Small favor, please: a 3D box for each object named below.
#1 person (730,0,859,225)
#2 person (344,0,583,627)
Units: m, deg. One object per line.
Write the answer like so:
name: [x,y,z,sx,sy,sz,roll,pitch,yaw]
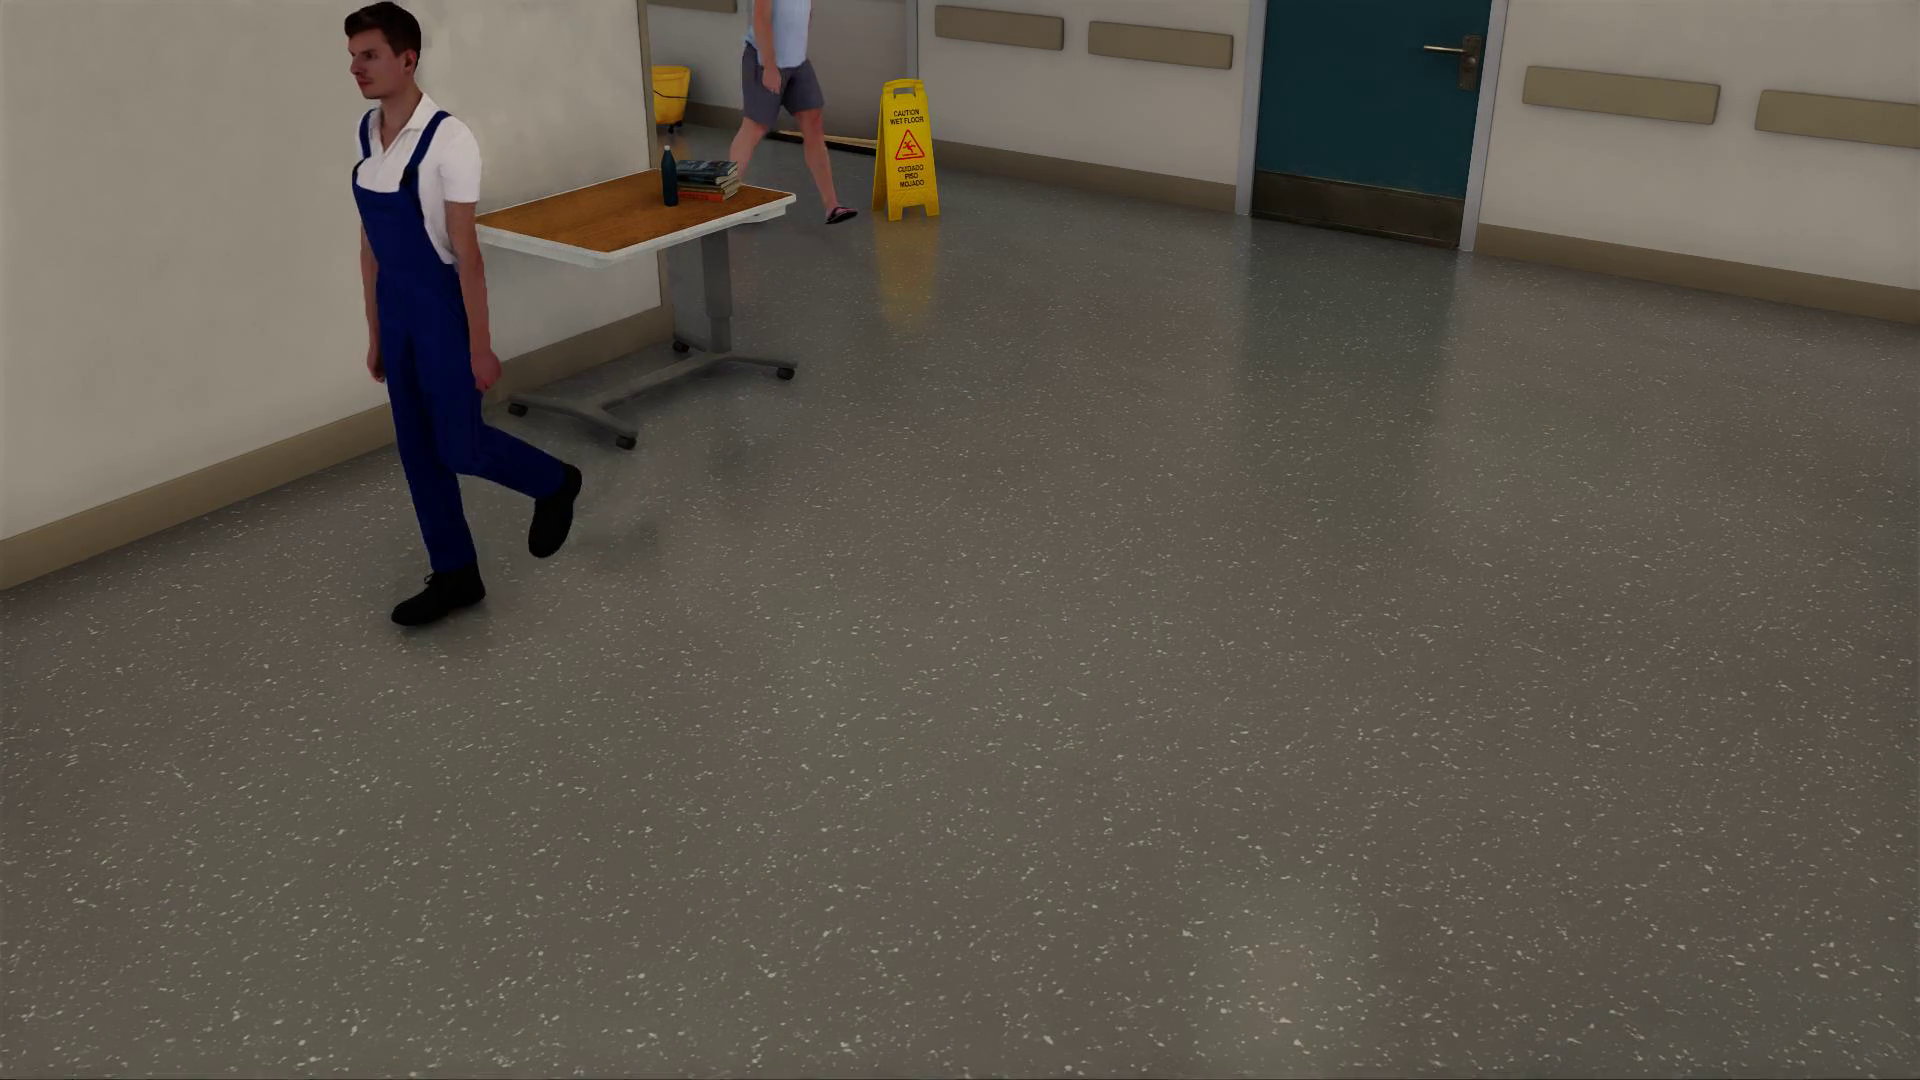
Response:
person: [-1.061,-2.601,9.053,1.142,1.791,0.708,16,30,29]
person: [-1.509,-0.663,4.988,0.856,1.832,0.665,17,30,31]
